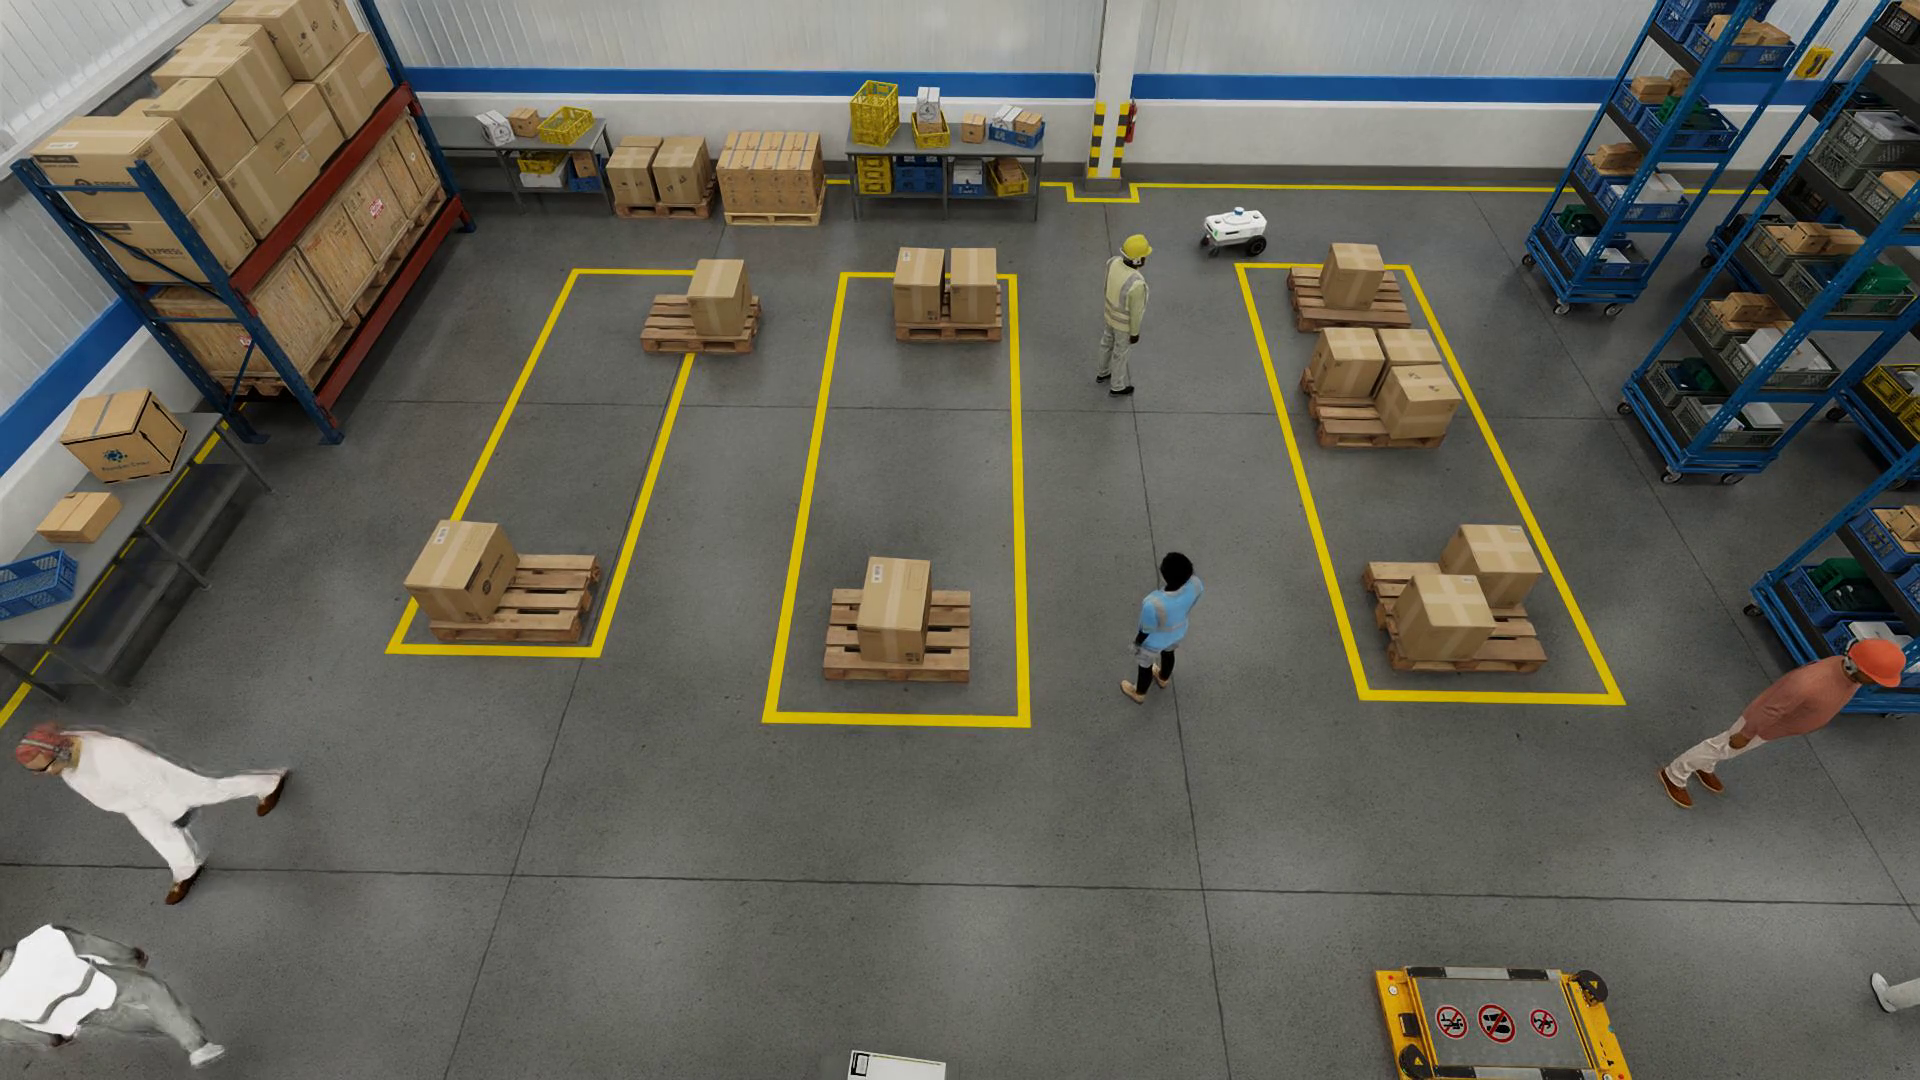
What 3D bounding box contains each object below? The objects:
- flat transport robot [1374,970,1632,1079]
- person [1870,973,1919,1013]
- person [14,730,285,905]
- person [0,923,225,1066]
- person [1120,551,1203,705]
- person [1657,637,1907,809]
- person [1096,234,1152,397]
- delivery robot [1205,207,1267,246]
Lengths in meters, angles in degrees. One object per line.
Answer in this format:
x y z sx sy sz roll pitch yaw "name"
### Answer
3.501 3.133 5.914 1.431 0.197 0.652 1 51 1 "flat transport robot"
6.287 2.571 5.495 0.523 1.637 0.310 21 54 16 "person"
-5.398 1.641 6.124 0.655 1.854 1.005 9 51 7 "person"
-5.025 2.648 5.264 0.720 1.899 0.596 32 58 24 "person"
1.526 0.692 6.992 0.575 1.689 0.321 -26 55 -19 "person"
5.651 1.263 6.335 0.621 1.992 0.397 -16 53 -13 "person"
1.665 -2.275 9.321 0.404 1.835 0.588 -18 53 -14 "person"
3.420 -3.901 11.404 0.707 0.478 0.477 -10 51 -9 "delivery robot"
